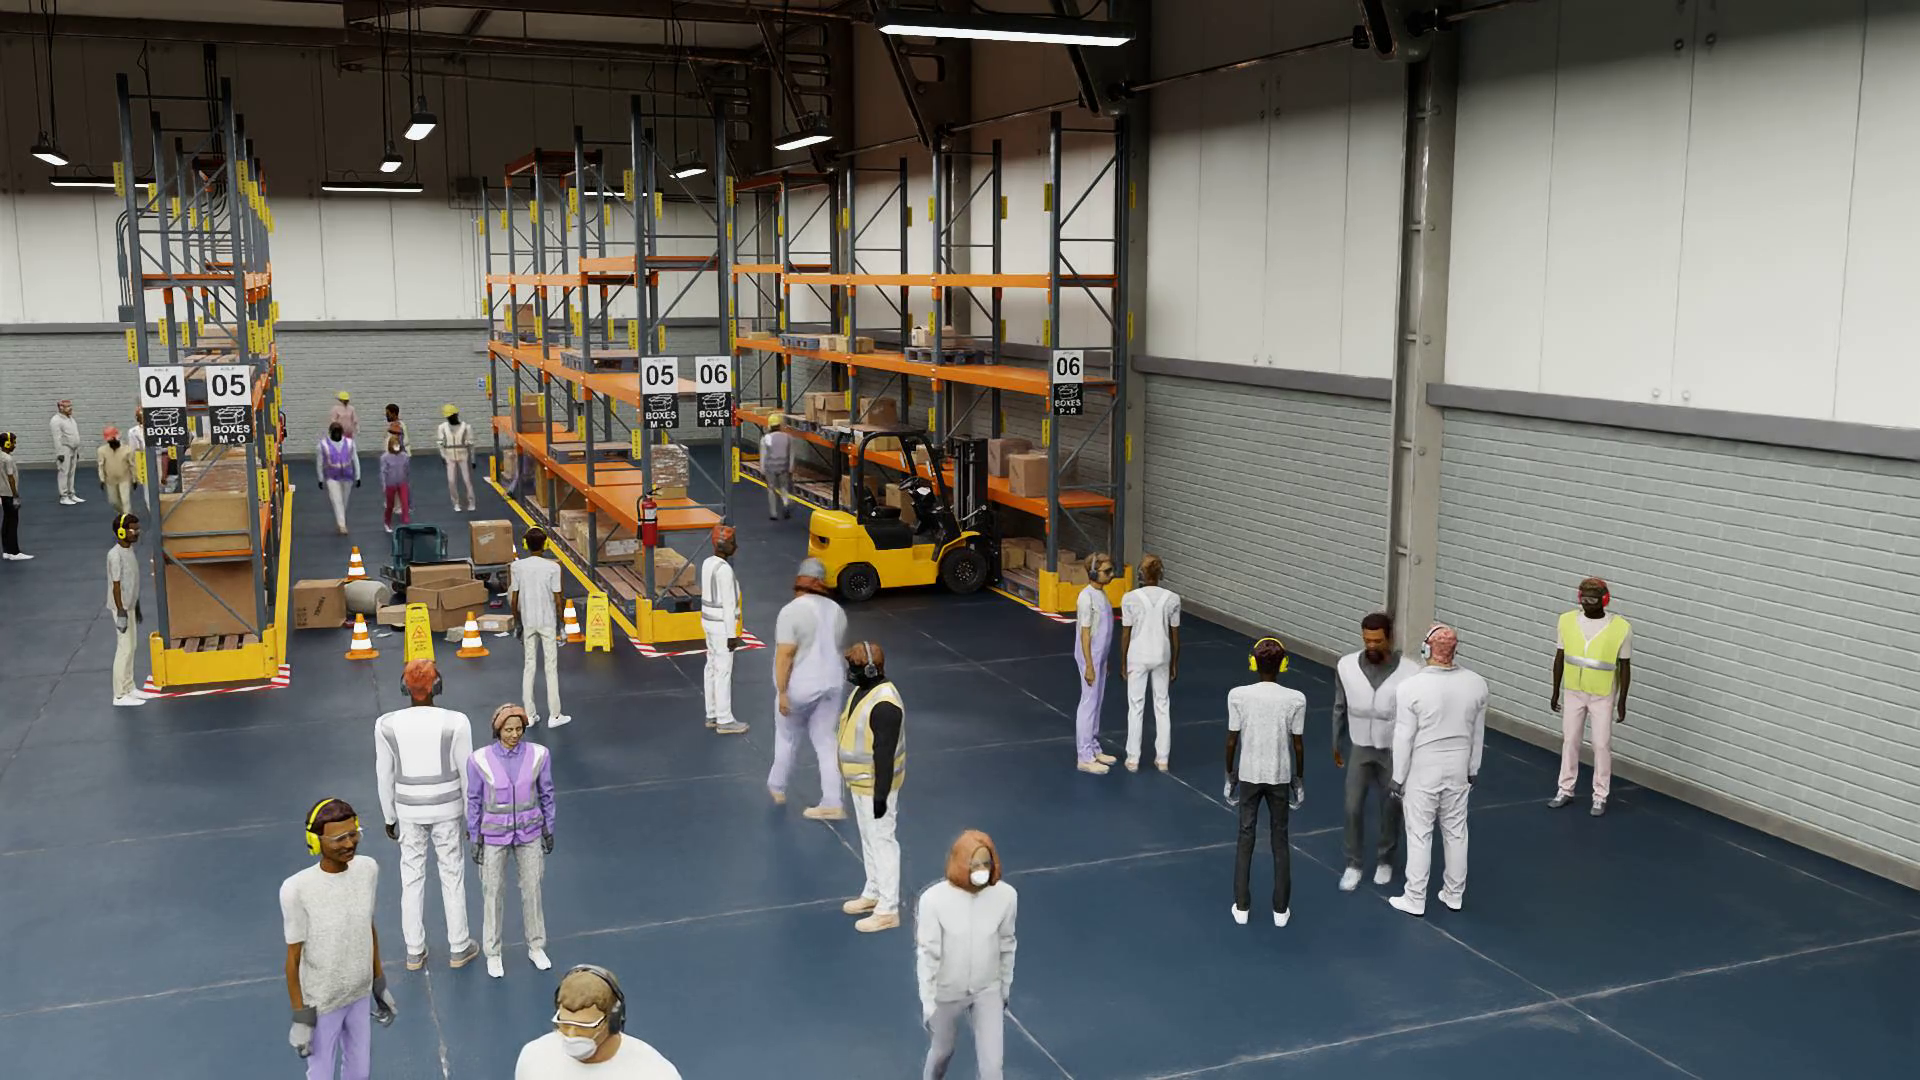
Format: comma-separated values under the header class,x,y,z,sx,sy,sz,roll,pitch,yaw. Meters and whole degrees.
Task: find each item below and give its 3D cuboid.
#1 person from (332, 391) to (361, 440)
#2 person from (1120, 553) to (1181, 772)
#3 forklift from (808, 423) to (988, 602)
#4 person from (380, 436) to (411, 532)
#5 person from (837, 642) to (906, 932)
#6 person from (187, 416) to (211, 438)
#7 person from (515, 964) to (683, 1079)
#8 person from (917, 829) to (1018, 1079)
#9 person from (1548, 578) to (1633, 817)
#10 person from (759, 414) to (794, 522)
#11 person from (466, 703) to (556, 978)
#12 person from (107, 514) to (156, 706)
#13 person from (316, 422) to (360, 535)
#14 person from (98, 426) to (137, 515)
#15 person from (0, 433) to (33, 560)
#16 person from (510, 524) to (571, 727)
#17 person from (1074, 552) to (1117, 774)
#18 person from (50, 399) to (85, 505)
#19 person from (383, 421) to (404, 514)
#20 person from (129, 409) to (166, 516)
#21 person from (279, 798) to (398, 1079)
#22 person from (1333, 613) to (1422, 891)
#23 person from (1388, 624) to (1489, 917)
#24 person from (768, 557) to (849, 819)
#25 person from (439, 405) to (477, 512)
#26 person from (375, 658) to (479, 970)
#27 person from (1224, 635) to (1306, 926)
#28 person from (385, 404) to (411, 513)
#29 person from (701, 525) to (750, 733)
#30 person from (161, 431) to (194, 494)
class,x,y,z,sx,sy,sz,roll,pitch,yaw
person,-12.852,-2.254,34.832,0.902,1.712,0.542,7,11,38
person,1.579,1.026,13.848,0.501,1.839,0.342,-1,9,-7
forklift,-0.830,-0.399,21.676,2.313,2.155,1.214,-4,10,-21
person,-9.021,-0.878,26.553,0.510,1.591,0.824,-7,11,-37
person,-0.567,1.546,10.571,0.429,1.837,0.628,-3,10,-18
person,-15.549,-2.092,33.855,0.572,1.700,0.883,-9,12,-43
person,-1.182,2.304,5.503,0.632,1.932,0.363,4,10,22
person,0.017,2.100,7.818,0.501,1.598,0.817,-2,9,-14
person,4.842,1.189,12.773,0.572,1.843,0.373,7,12,38
person,-3.086,-1.196,27.847,0.615,1.822,0.414,-5,10,-28
person,-2.650,1.763,9.844,0.514,1.634,0.313,-4,10,-26
person,-8.017,0.671,16.015,0.332,1.860,0.499,-2,9,-12
person,-9.999,-1.011,26.783,0.635,1.801,0.940,-6,11,-34
person,-13.608,-0.995,26.903,0.564,1.726,0.677,-2,9,-12
person,-13.810,-0.634,24.197,0.508,1.865,0.329,7,12,39
person,-3.841,0.785,15.226,0.532,1.876,0.319,1,9,9
person,1.137,1.014,13.882,0.346,1.846,0.507,3,10,19
person,-16.152,-1.597,30.117,0.406,1.910,0.636,-1,9,-4
person,-9.802,-1.250,28.837,0.446,1.612,0.562,2,9,9
person,-13.857,-1.325,28.492,0.607,1.877,0.458,-7,11,-38
person,-2.728,2.040,7.340,0.327,1.874,0.518,5,10,30
person,2.786,1.426,11.157,0.626,1.891,0.713,4,10,23
person,3.061,1.482,10.744,0.643,1.908,0.410,-3,9,-15
person,-1.187,1.089,12.791,0.740,2.000,0.867,-7,12,-39
person,-8.792,-1.428,29.115,0.609,1.885,0.497,0,9,-1
person,-3.155,1.626,9.905,0.576,1.884,0.355,-1,9,-5
person,1.936,1.532,10.582,0.507,1.863,0.327,2,9,12
person,-9.811,-1.431,29.089,0.397,1.909,0.590,-4,10,-25
person,-2.161,0.803,15.087,0.361,1.882,0.575,-5,10,-27
person,-12.551,-1.103,26.648,0.410,2.028,0.620,3,10,20
